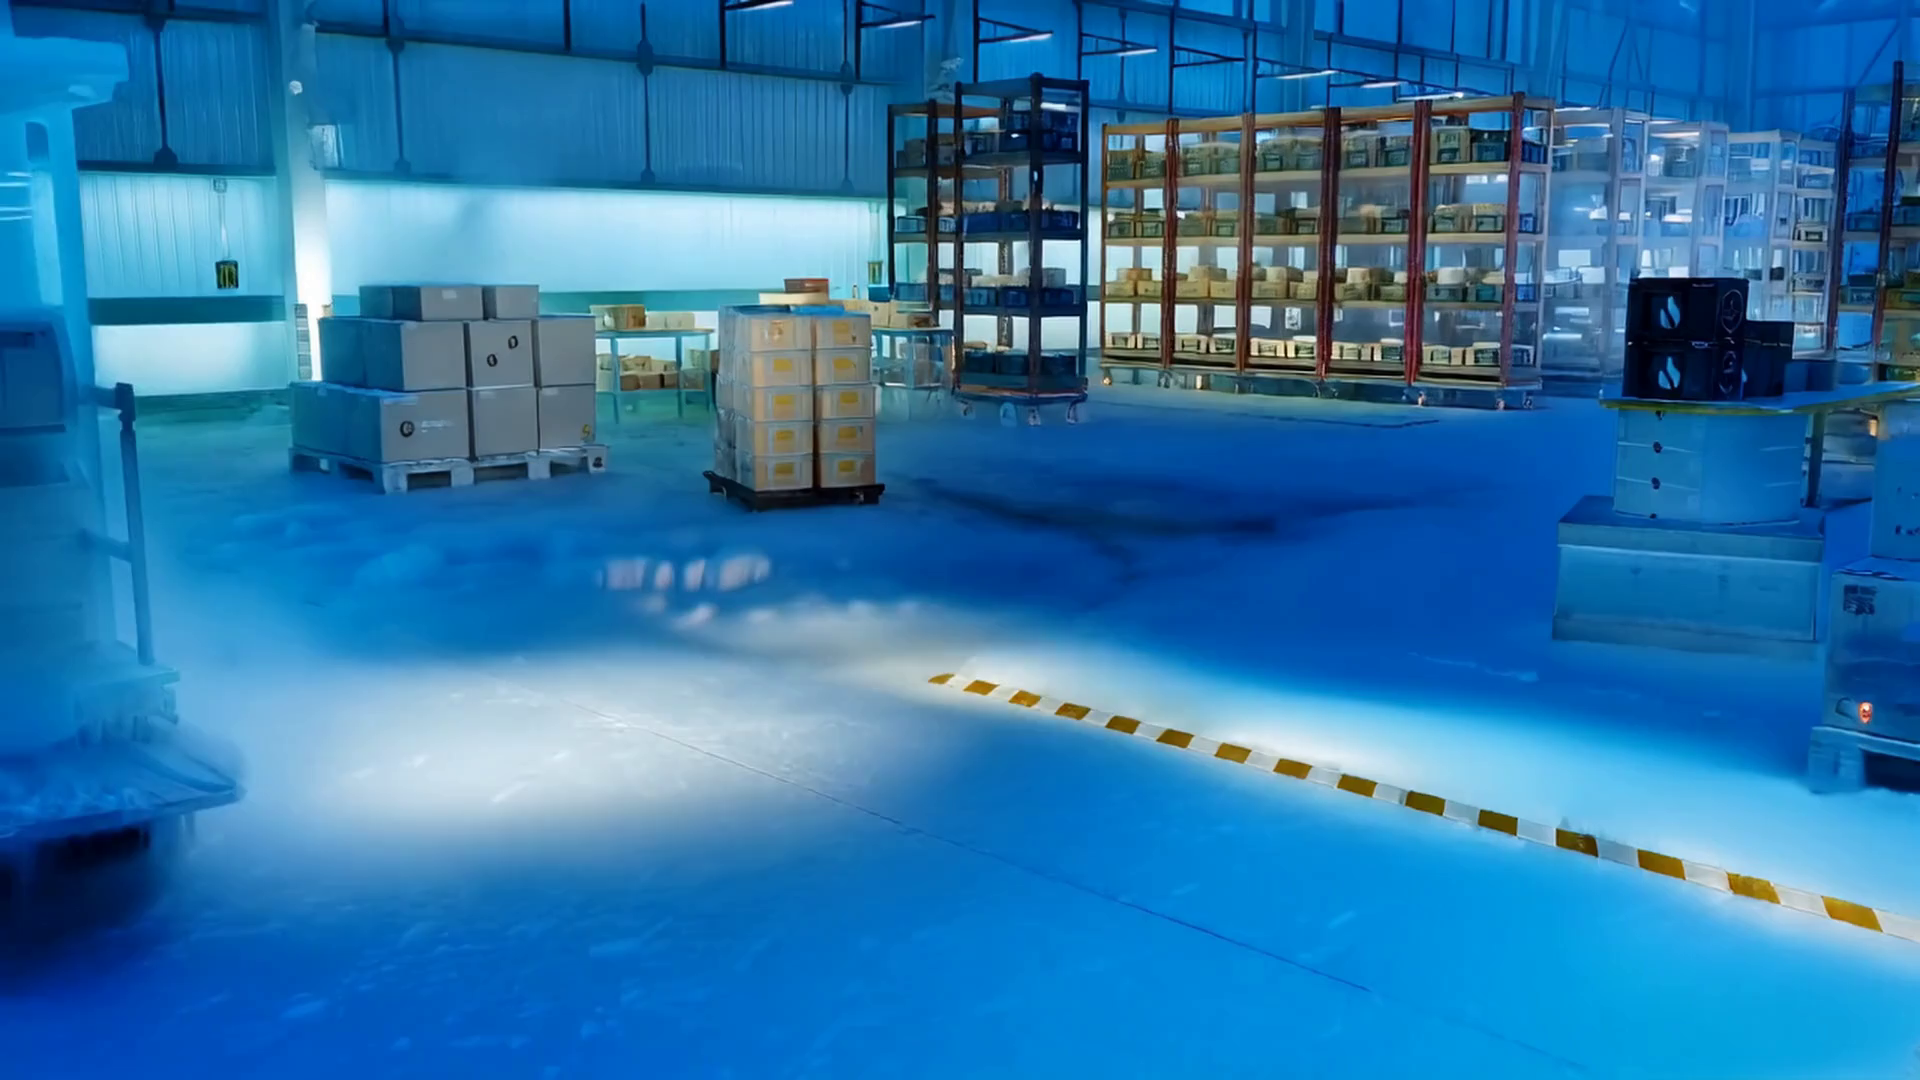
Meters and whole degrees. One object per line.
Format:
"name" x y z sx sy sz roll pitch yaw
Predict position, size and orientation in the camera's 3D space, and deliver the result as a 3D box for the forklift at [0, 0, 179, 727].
"forklift" -3.870 -0.740 6.060 1.129 2.768 1.873 -9 13 -43
